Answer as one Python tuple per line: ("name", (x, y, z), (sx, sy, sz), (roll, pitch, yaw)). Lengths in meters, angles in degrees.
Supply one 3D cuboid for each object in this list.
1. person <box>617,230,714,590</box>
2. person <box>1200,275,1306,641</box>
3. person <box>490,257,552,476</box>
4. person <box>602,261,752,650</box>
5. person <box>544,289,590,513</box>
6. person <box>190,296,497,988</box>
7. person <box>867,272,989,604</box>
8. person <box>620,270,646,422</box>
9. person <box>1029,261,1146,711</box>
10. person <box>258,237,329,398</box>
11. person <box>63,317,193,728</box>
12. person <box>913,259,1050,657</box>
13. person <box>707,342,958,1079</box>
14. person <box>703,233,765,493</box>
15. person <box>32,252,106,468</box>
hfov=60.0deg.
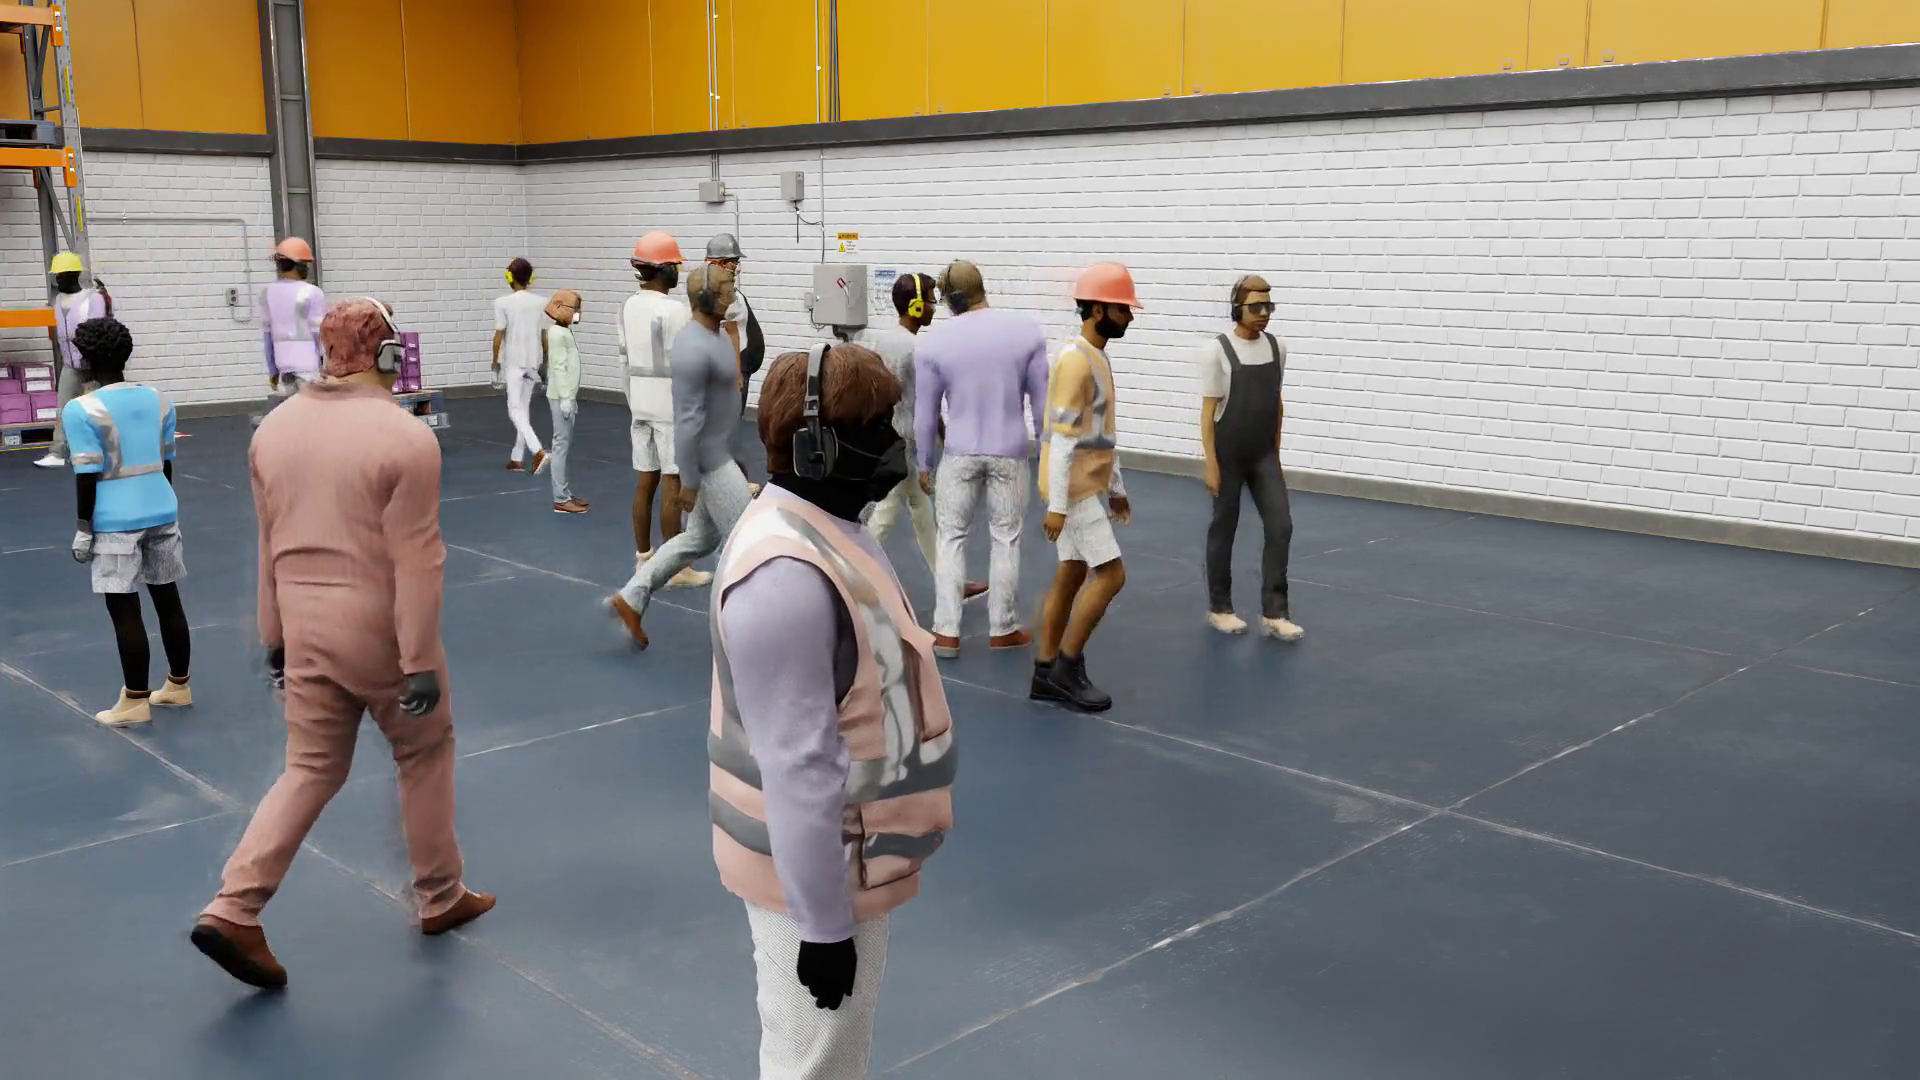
("person", (-1.702, -0.737, 9.548), (0.607, 2.048, 0.370), (10, 14, 43))
("person", (1.472, -0.389, 8.249), (0.551, 1.820, 0.754), (-5, 11, -24))
("person", (-3.704, -1.461, 14.094), (0.537, 1.833, 0.765), (-10, 14, -42))
("person", (-1.258, -0.365, 7.920), (0.919, 1.911, 0.632), (0, 10, -2))
("person", (-2.892, -1.020, 12.219), (0.278, 1.633, 0.498), (-2, 11, -8))
("person", (-1.732, 0.277, 4.566), (0.648, 1.876, 0.872), (4, 11, 21))
("person", (-0.216, -0.471, 8.699), (0.944, 1.818, 0.497), (-4, 11, -19))
("person", (-2.674, -1.537, 14.491), (0.602, 1.830, 0.404), (8, 13, 36))
("person", (0.525, -0.217, 7.082), (0.534, 1.915, 0.562), (2, 11, 10))
("person", (-5.313, -1.407, 13.297), (0.623, 2.017, 0.913), (4, 11, 21))
("person", (-3.436, -0.068, 6.865), (0.322, 1.691, 0.535), (3, 11, 18))
("person", (0.102, -0.372, 7.960), (0.701, 1.905, 0.401), (0, 10, 2))
("person", (-0.218, 0.576, 2.944), (0.429, 1.845, 0.622), (0, 10, -2))
("person", (-1.812, -1.392, 13.136), (0.538, 2.000, 0.684), (-5, 11, -25))
("person", (-7.744, -1.588, 14.653), (0.588, 1.878, 0.993), (3, 11, 17))
